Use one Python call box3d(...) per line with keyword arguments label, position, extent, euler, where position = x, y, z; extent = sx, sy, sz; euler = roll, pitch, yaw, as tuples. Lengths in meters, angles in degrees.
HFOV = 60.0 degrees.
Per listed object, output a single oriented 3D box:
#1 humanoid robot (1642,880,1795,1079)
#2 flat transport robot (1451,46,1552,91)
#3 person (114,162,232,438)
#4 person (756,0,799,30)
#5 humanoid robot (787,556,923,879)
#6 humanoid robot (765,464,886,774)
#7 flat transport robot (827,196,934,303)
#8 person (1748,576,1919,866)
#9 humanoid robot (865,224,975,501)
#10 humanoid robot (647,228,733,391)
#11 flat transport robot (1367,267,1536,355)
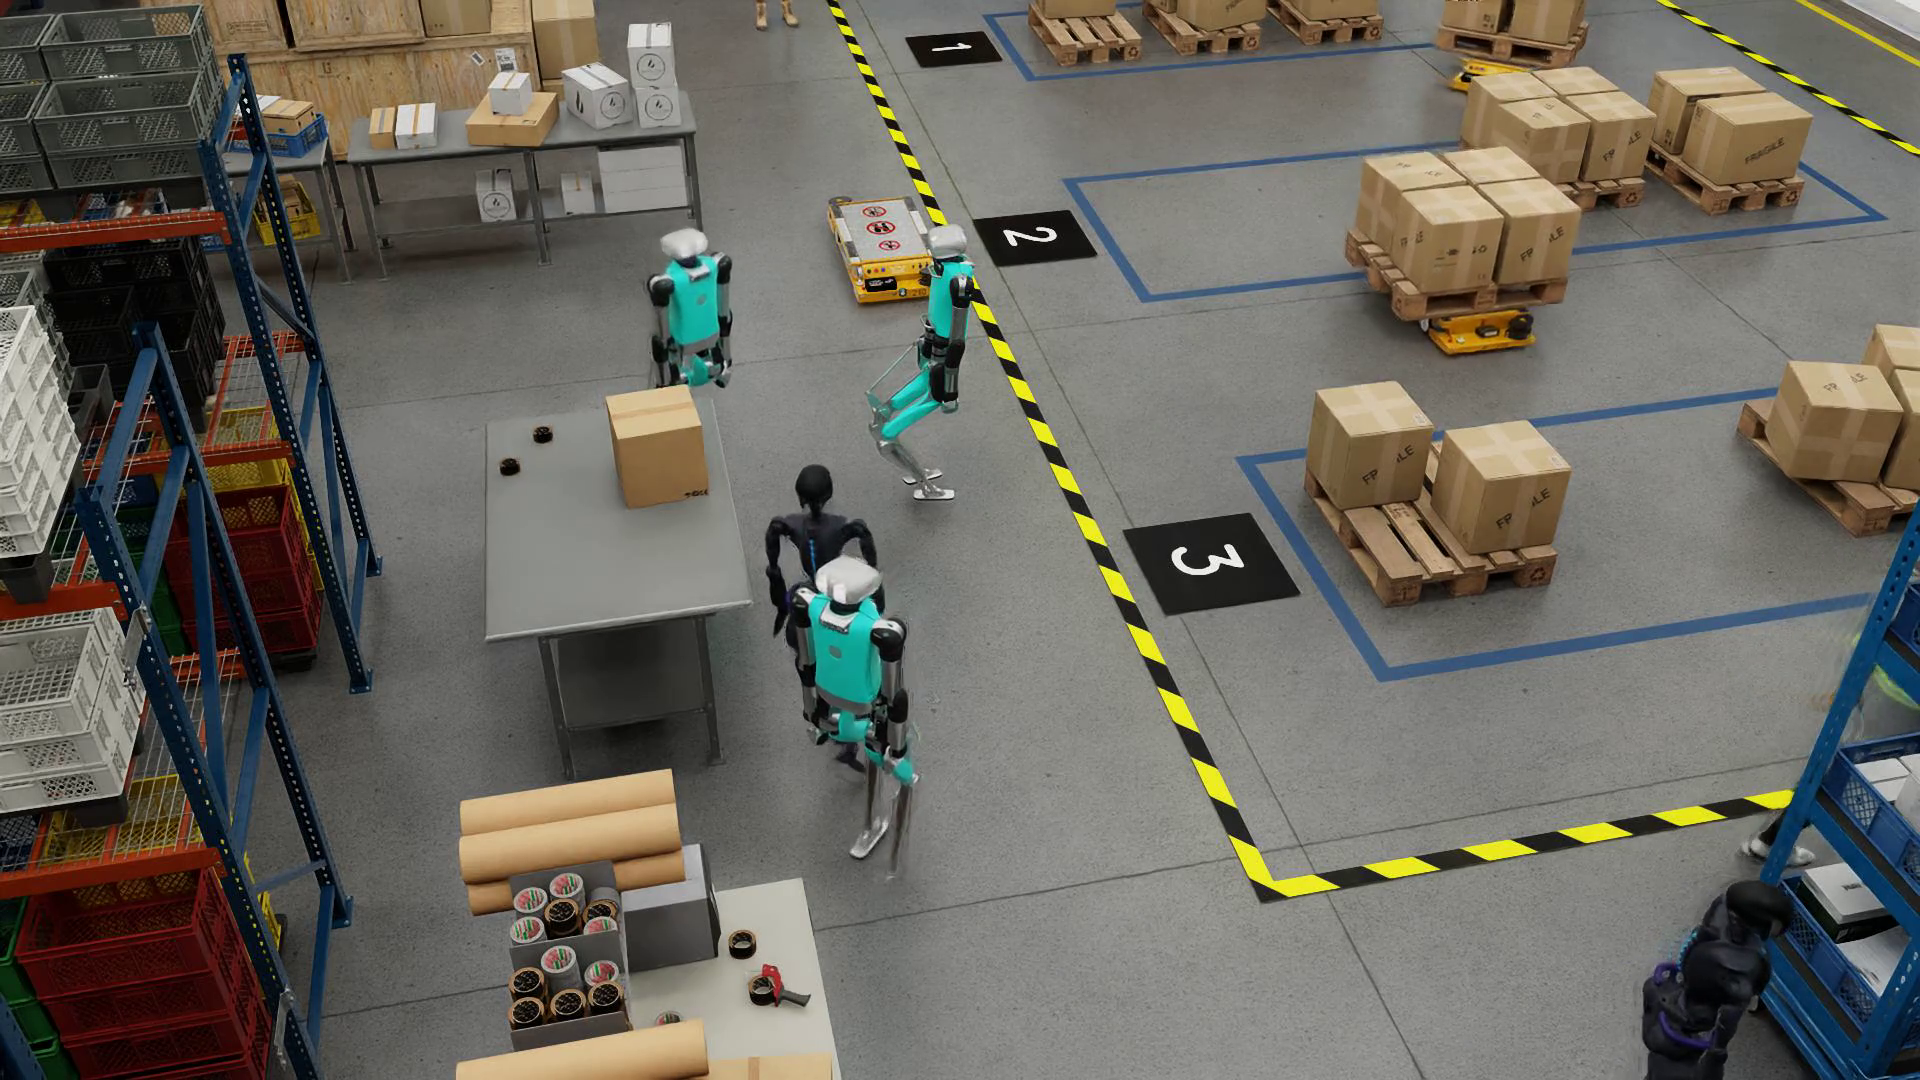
box3d(label="humanoid robot", position=(2.559, 1.761, 6.008), extent=(0.446, 1.647, 0.594), euler=(8, 37, 10))
box3d(label="flat transport robot", position=(5.125, -4.502, 15.582), extent=(0.652, 0.197, 1.431), euler=(17, 40, 22))
box3d(label="person", position=(-4.867, -1.477, 10.228), extent=(0.368, 1.835, 0.525), euler=(-20, 41, -25))
box3d(label="person", position=(-1.827, -5.998, 16.131), extent=(0.604, 2.043, 0.372), euler=(-9, 38, -12))
box3d(label="humanoid robot", position=(-0.364, 0.735, 7.345), extent=(0.530, 1.806, 0.690), euler=(18, 40, 23))
box3d(label="humanoid robot", position=(-0.625, 0.401, 7.848), extent=(0.586, 1.642, 0.575), euler=(4, 37, 5))
box3d(label="flat transport robot", position=(-0.570, -2.220, 12.538), extent=(0.659, 0.231, 1.431), euler=(-8, 37, -10))
box3d(label="person", position=(4.135, 0.754, 7.263), extent=(0.996, 1.795, 0.595), euler=(1, 37, 2))
box3d(label="humanoid robot", position=(-0.281, -0.980, 9.528), extent=(0.735, 1.677, 0.533), euler=(-8, 37, -11))
box3d(label="humanoid robot", position=(-1.751, -1.114, 9.839), extent=(0.542, 1.768, 0.949), euler=(-30, 46, -34))
box3d(label="flat transport robot", position=(3.495, -1.788, 11.934), extent=(0.652, 0.197, 1.431), euler=(-8, 37, -10))
